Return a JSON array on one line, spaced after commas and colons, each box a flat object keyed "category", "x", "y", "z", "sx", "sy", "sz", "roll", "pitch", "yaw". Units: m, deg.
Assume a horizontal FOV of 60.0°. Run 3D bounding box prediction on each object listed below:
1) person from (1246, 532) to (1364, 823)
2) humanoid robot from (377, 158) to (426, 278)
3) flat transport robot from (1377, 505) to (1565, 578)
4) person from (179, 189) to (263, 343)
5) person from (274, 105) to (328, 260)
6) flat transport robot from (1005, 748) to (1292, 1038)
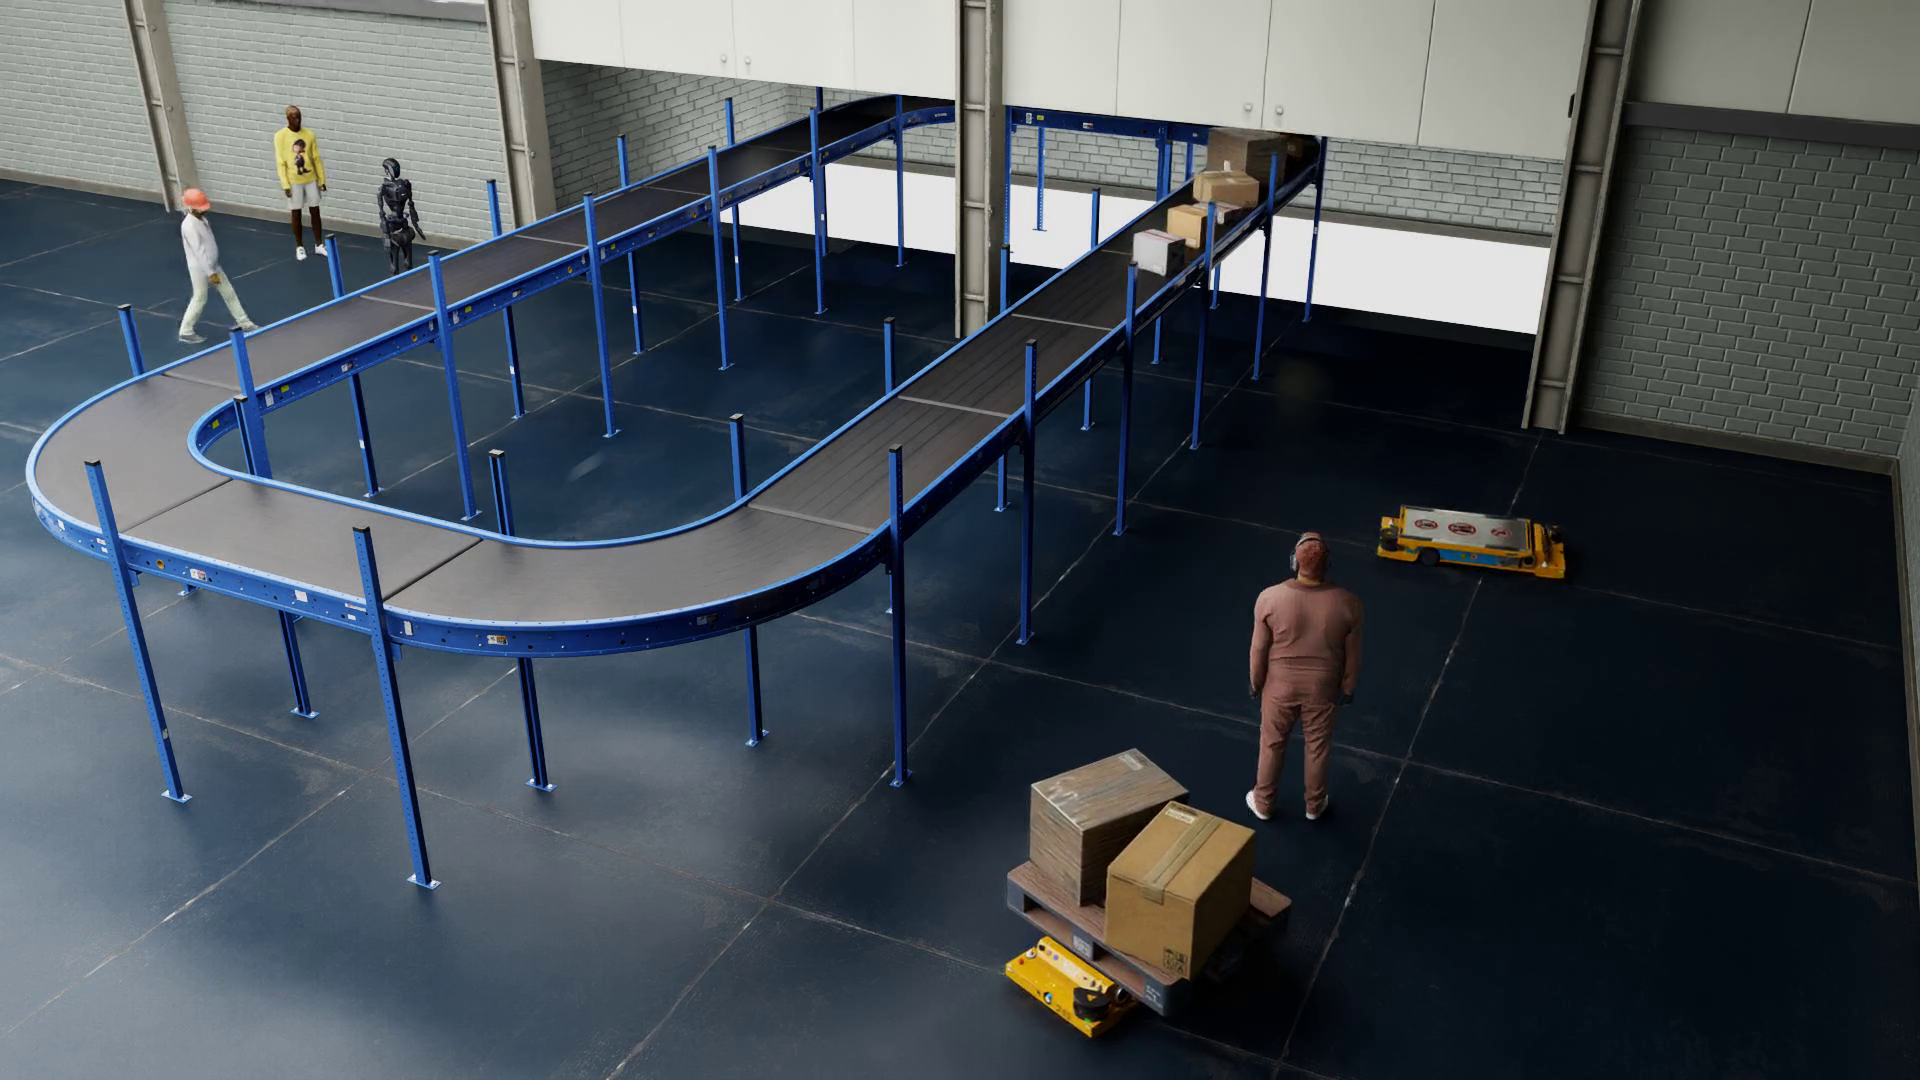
[{"category": "person", "x": 2.042, "y": 0.837, "z": 9.961, "sx": 0.656, "sy": 1.899, "sz": 0.401, "roll": 3, "pitch": 27, "yaw": 6}, {"category": "humanoid robot", "x": -6.400, "y": -3.539, "z": 19.008, "sx": 0.315, "sy": 1.657, "sz": 0.599, "roll": 12, "pitch": 29, "yaw": 23}, {"category": "flat transport robot", "x": 4.132, "y": 0.012, "z": 13.452, "sx": 1.431, "sy": 0.231, "sz": 0.659, "roll": 7, "pitch": 27, "yaw": 14}, {"category": "person", "x": -8.078, "y": -2.930, "z": 17.791, "sx": 0.845, "sy": 1.692, "sz": 0.567, "roll": -2, "pitch": 26, "yaw": -4}, {"category": "person", "x": -8.131, "y": -4.434, "z": 20.588, "sx": 0.563, "sy": 1.890, "sz": 0.371, "roll": -19, "pitch": 32, "yaw": -33}, {"category": "flat transport robot", "x": 1.001, "y": 2.172, "z": 9.100, "sx": 1.431, "sy": 0.231, "sz": 0.659, "roll": -21, "pitch": 34, "yaw": -36}]
